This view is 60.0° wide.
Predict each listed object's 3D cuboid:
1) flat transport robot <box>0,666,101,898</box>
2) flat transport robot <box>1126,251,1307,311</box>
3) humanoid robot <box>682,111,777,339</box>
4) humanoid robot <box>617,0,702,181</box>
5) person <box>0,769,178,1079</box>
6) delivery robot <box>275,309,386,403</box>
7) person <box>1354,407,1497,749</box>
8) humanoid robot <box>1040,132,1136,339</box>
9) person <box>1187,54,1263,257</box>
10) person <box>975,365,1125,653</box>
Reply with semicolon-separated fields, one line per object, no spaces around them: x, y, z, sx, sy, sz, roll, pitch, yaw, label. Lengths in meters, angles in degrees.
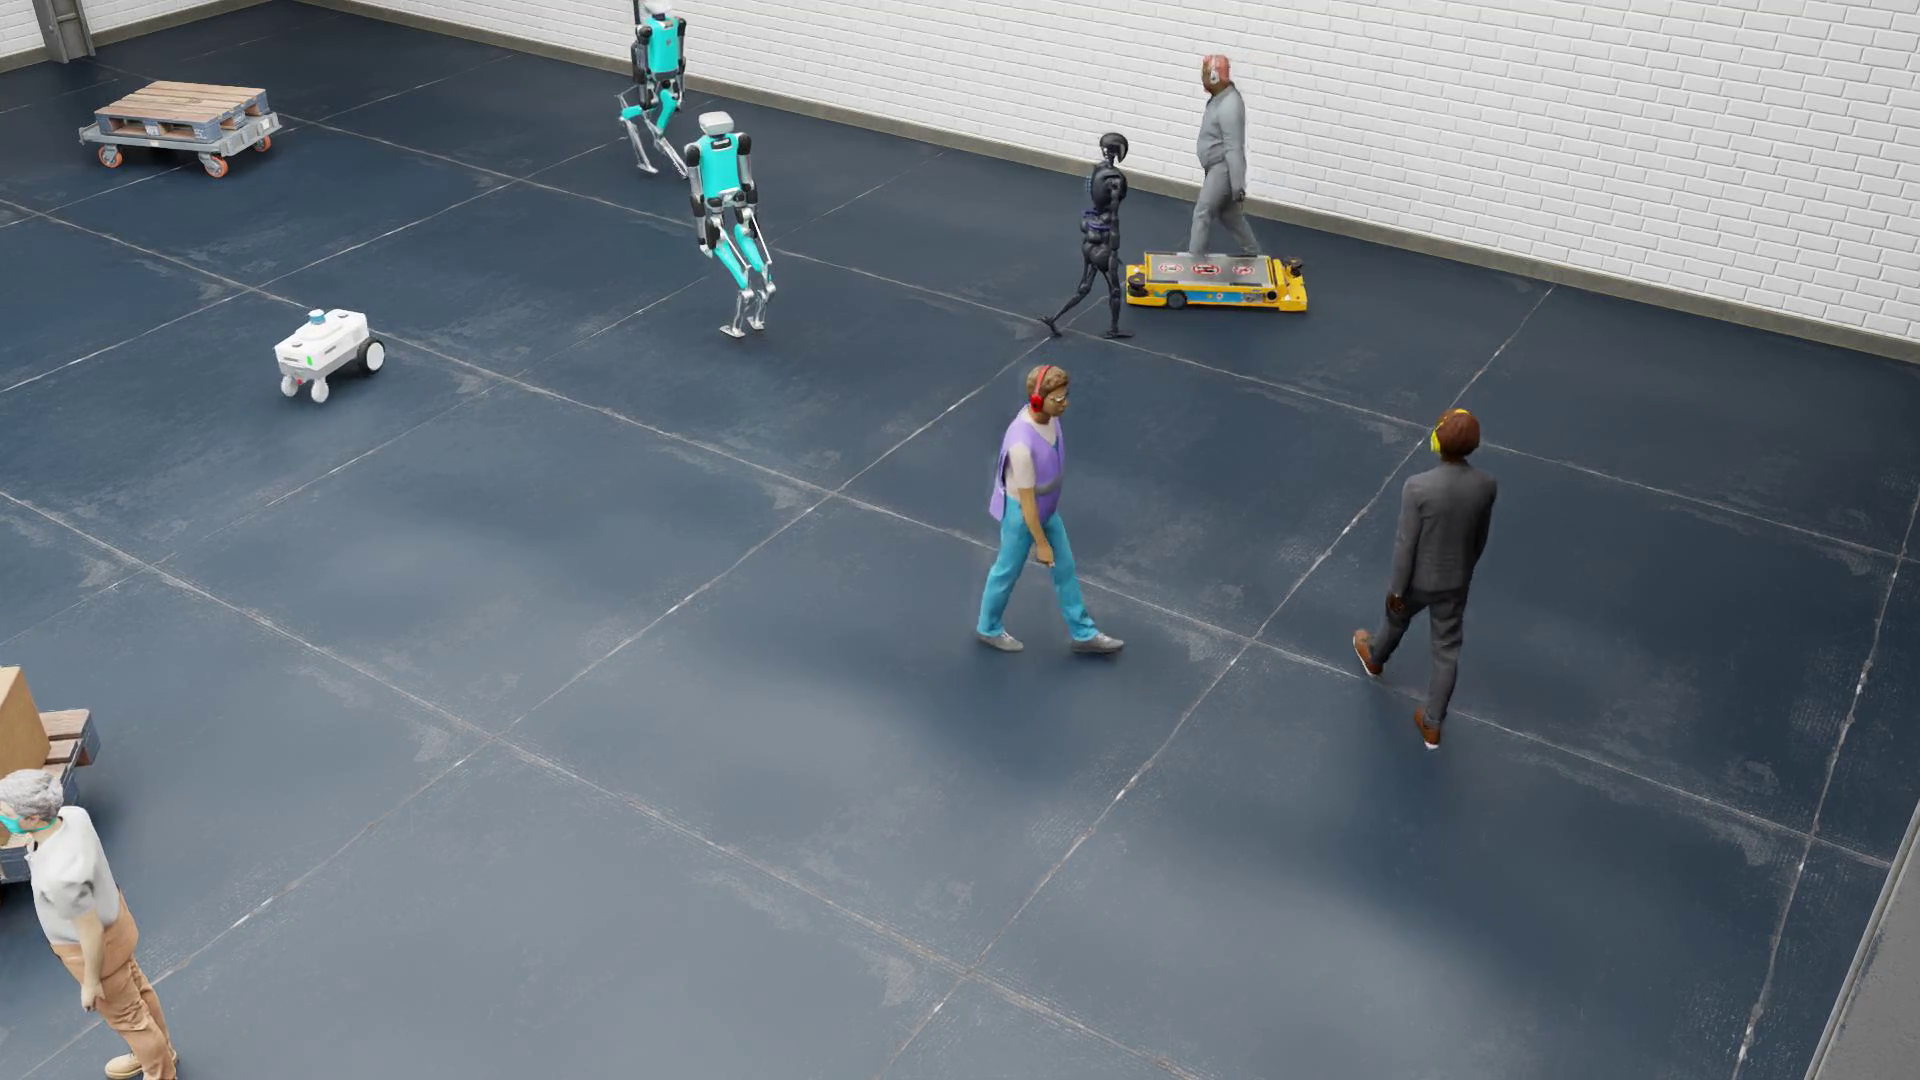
-4.870;1.433;8.027;0.659;0.231;1.431;-5;33;-8;flat transport robot
2.075;-2.101;13.526;1.431;0.231;0.659;3;33;4;flat transport robot
-1.634;-2.276;12.316;0.533;1.677;0.735;-20;38;-28;humanoid robot
-2.836;-4.126;15.323;1.022;1.733;0.550;25;40;33;humanoid robot
-3.368;1.564;6.454;0.319;1.748;0.482;-14;35;-21;person
-4.633;-1.395;12.175;0.499;0.608;0.799;11;34;17;delivery robot
2.430;0.115;8.635;0.519;1.833;0.948;-2;33;-3;person
0.995;-2.259;12.511;0.718;1.643;0.610;-6;33;-9;humanoid robot
2.172;-2.976;13.429;0.821;1.851;0.657;7;33;11;person
0.488;-0.103;8.993;0.923;1.804;0.563;14;35;20;person
